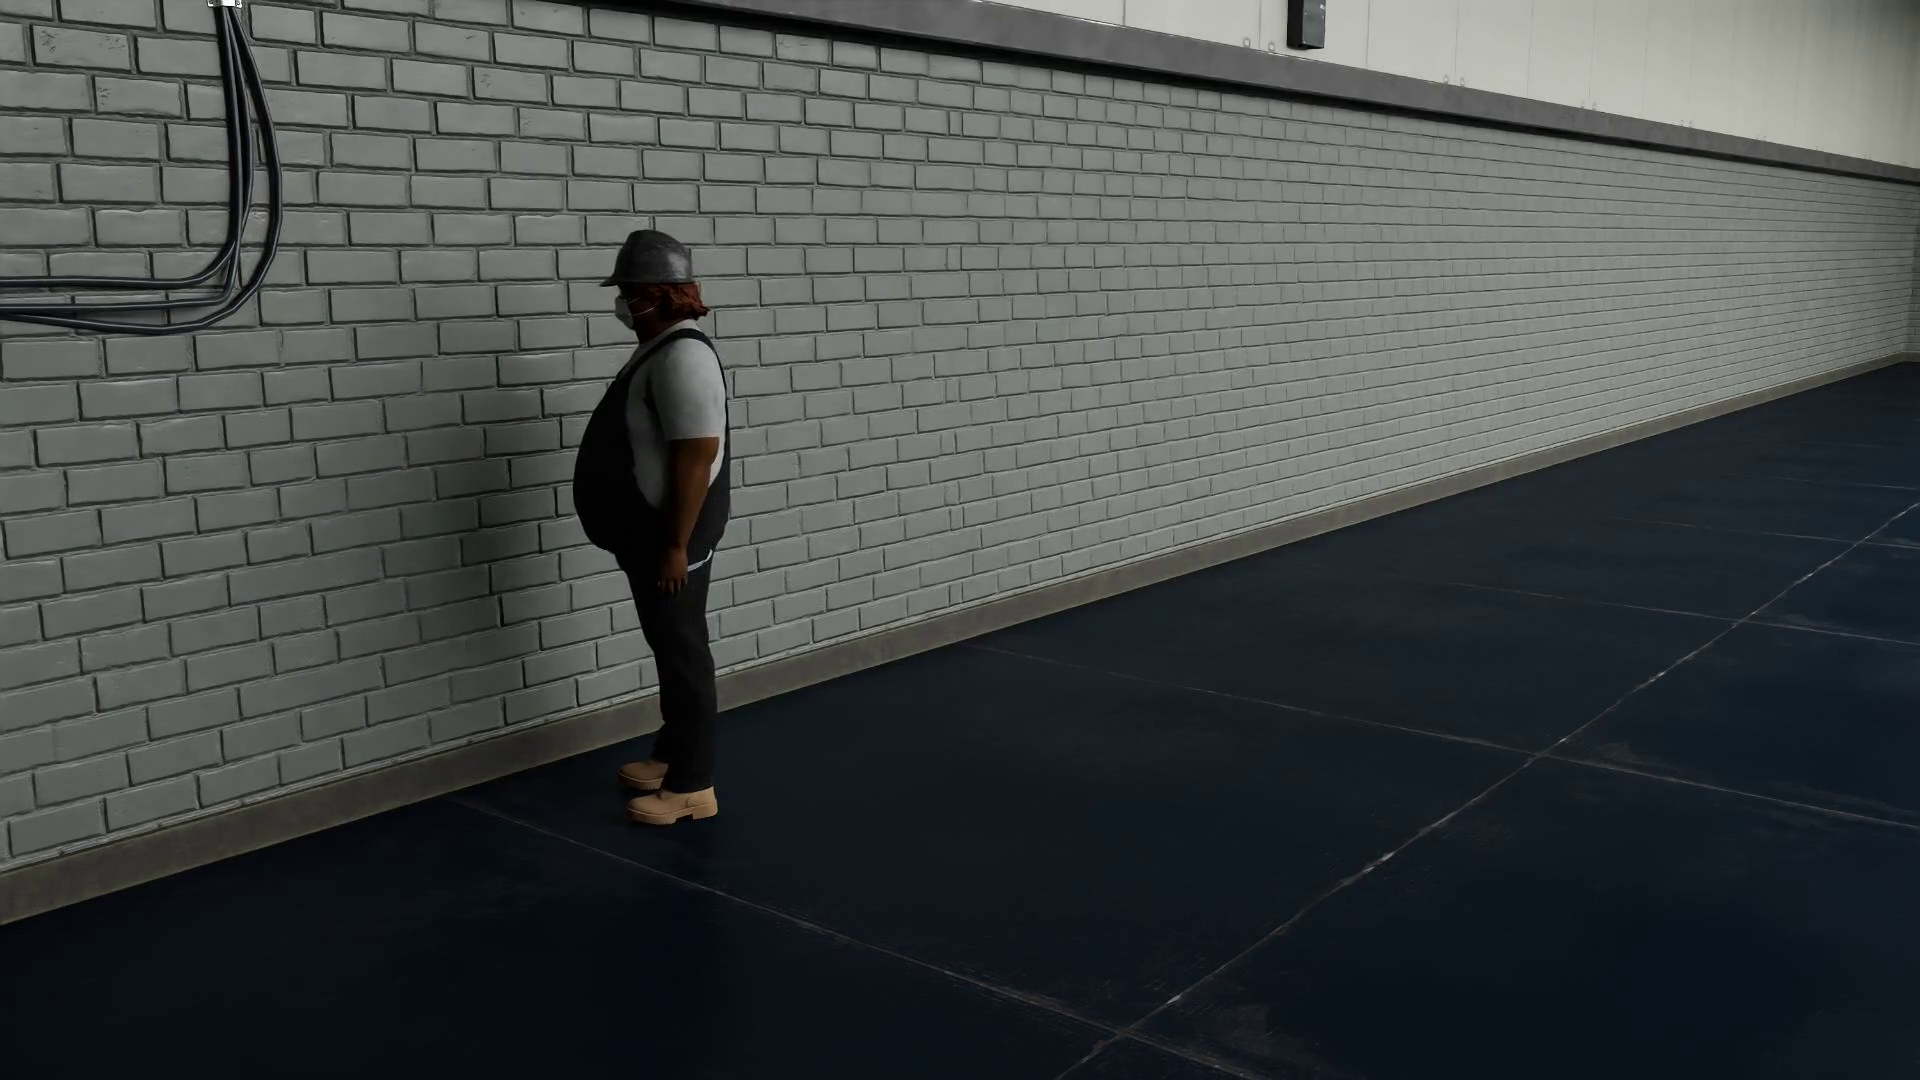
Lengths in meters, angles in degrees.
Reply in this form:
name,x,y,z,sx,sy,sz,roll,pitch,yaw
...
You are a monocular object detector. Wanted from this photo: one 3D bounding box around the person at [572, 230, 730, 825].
name,x,y,z,sx,sy,sz,roll,pitch,yaw
person,-1.073,-0.033,5.816,0.539,2.000,0.688,-3,11,-14
